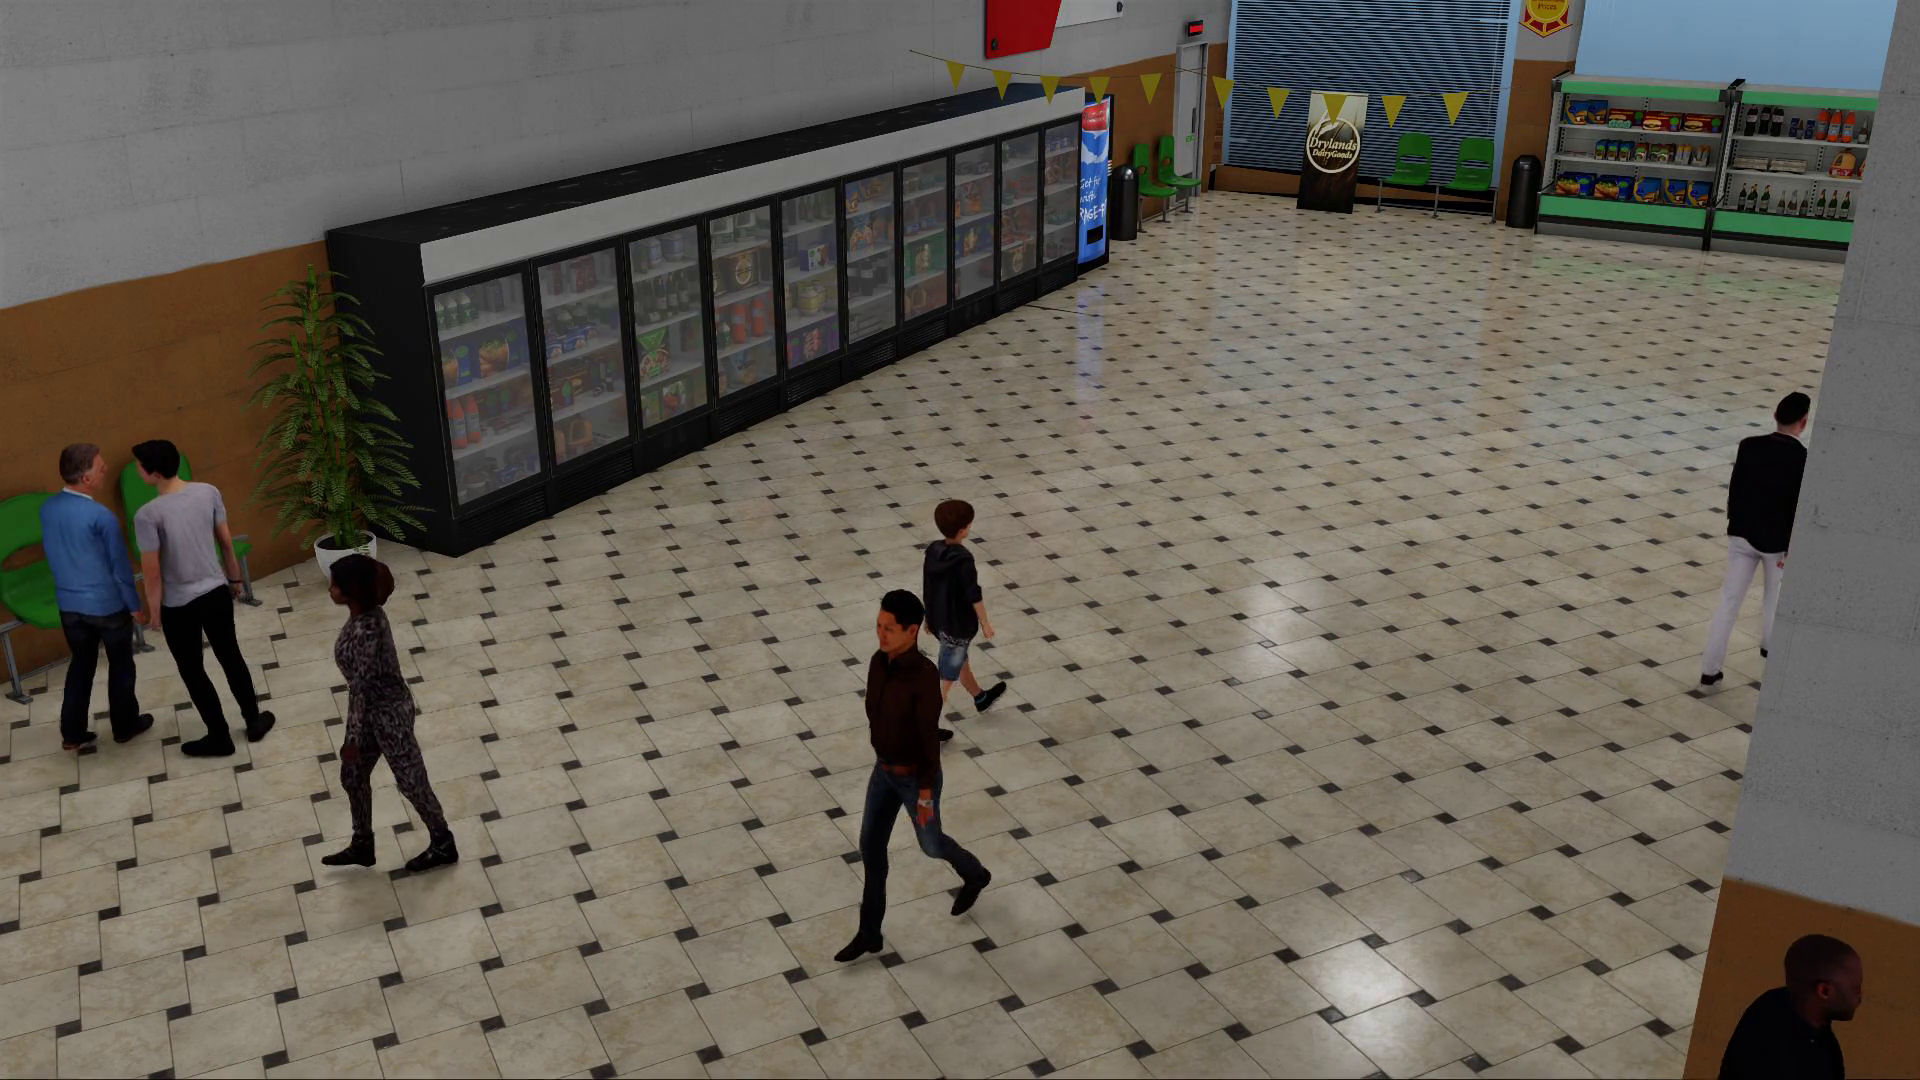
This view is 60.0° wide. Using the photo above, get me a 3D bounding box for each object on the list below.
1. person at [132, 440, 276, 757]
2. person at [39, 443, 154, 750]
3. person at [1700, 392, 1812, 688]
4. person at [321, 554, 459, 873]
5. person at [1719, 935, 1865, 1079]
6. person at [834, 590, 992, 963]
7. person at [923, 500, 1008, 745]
[{"bbox_3d":[-4.162,0.315,9.147,0.530,1.852,0.795,18,28,38],"label":"person"},{"bbox_3d":[-4.782,0.359,9.138,0.822,1.778,0.892,2,22,6],"label":"person"},{"bbox_3d":[4.714,0.045,9.909,0.992,1.786,1.236,-19,28,-38],"label":"person"},{"bbox_3d":[-2.670,0.859,8.013,0.932,1.689,0.908,-9,24,-21],"label":"person"},{"bbox_3d":[2.342,1.977,5.103,1.144,1.784,0.845,20,29,40],"label":"person"},{"bbox_3d":[-0.162,1.045,7.479,0.957,1.742,1.142,-19,29,-39],"label":"person"},{"bbox_3d":[-0.096,0.496,9.289,0.844,1.412,0.964,-16,27,-34],"label":"person"}]
